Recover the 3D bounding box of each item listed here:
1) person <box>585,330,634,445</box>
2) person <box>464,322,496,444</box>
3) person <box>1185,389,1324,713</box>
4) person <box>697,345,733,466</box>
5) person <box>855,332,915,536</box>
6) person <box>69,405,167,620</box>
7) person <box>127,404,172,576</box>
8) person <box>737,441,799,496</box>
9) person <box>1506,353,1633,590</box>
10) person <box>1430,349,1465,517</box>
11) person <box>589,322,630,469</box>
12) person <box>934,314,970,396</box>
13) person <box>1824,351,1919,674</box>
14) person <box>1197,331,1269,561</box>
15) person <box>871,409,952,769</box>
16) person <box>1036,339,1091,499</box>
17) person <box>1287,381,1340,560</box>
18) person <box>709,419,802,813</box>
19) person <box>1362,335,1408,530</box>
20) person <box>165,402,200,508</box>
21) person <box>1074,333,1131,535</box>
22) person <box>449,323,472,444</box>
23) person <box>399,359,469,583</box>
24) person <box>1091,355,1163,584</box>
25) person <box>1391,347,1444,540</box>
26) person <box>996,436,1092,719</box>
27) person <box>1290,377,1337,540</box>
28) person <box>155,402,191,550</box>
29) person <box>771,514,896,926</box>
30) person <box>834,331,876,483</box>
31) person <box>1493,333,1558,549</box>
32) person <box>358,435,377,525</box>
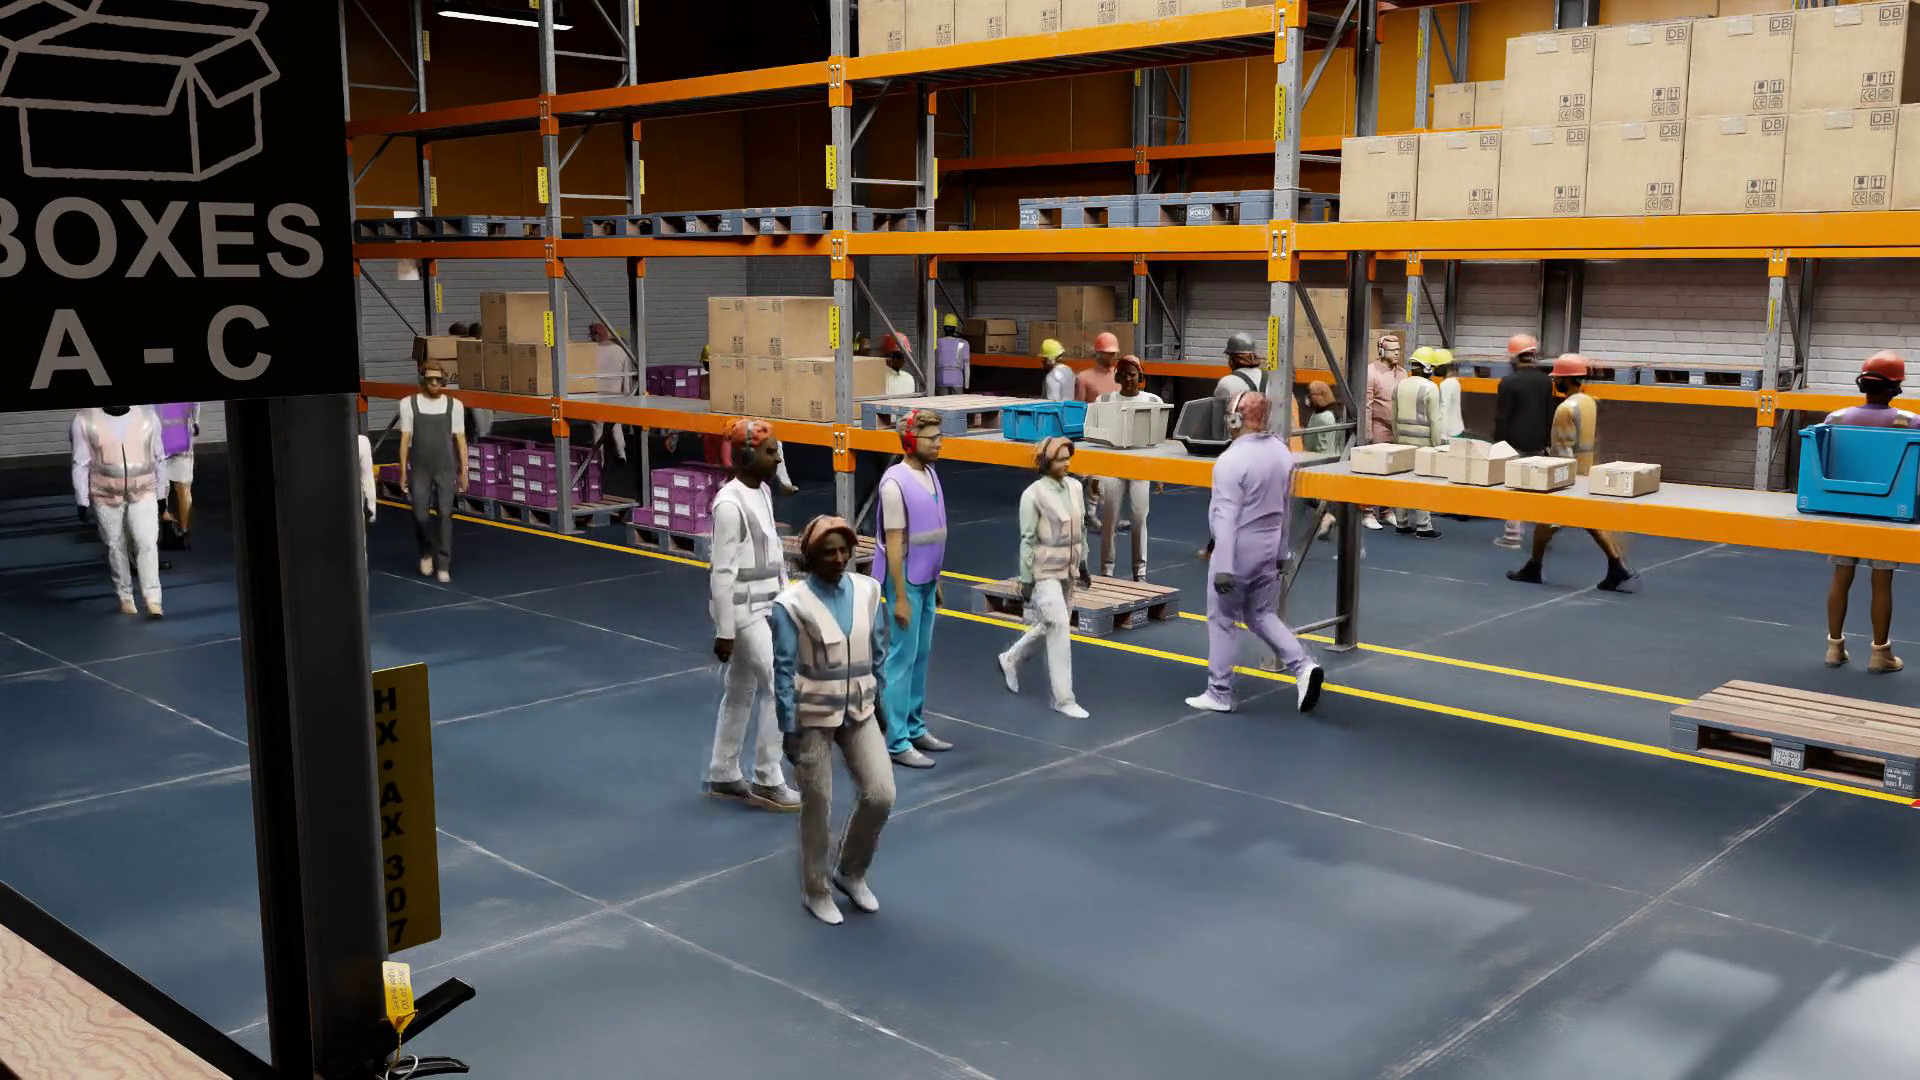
[{"bbox_3d":[-5.048,-2.240,24.310,0.910,1.698,0.497,-5,10,-28],"label":"person"},{"bbox_3d":[-5.800,-1.656,20.030,0.470,1.924,0.642,3,10,18],"label":"person"},{"bbox_3d":[1.679,0.089,9.463,0.735,1.887,0.650,9,13,44],"label":"person"},{"bbox_3d":[-2.622,-1.206,17.777,0.524,1.760,0.327,7,12,38],"label":"person"},{"bbox_3d":[-0.656,-0.938,15.437,0.670,1.978,0.634,9,13,42],"label":"person"},{"bbox_3d":[-6.072,-0.299,12.070,0.646,1.799,0.912,-6,11,-32],"label":"person"},{"bbox_3d":[-6.880,-0.674,13.958,0.376,1.935,0.550,1,9,8],"label":"person"},{"bbox_3d":[-2.242,-1.388,18.797,0.650,1.788,0.981,-9,13,-44],"label":"person"},{"bbox_3d":[4.939,-0.546,13.311,0.545,1.900,0.955,-8,12,-41],"label":"person"},{"bbox_3d":[4.996,-1.091,17.091,0.453,1.732,0.565,5,11,29],"label":"person"},{"bbox_3d":[-4.559,-1.834,21.240,0.665,1.888,0.476,-5,11,-29],"label":"person"},{"bbox_3d":[-0.149,-2.197,23.328,0.588,1.928,0.383,1,9,5],"label":"person"},{"bbox_3d":[5.787,-0.177,10.585,0.388,2.045,0.605,-8,12,-41],"label":"person"},{"bbox_3d":[2.409,-0.806,14.455,0.693,2.000,0.538,-7,11,-35],"label":"person"},{"bbox_3d":[-0.258,0.241,8.634,0.381,1.843,0.567,3,10,19],"label":"person"},{"bbox_3d":[1.114,-1.268,17.994,0.594,1.806,0.600,4,10,21],"label":"person"},{"bbox_3d":[3.140,-0.599,14.559,0.854,1.588,0.505,-1,9,-8],"label":"person"},{"bbox_3d":[-0.927,0.359,7.868,0.679,1.863,0.590,0,9,3],"label":"person"},{"bbox_3d":[4.210,-1.062,16.435,0.642,1.909,0.409,-7,11,-36],"label":"person"},{"bbox_3d":[-8.381,-1.260,17.654,0.606,1.897,0.504,-4,10,-25],"label":"person"},{"bbox_3d":[1.435,-1.036,16.160,0.633,1.935,1.040,-5,10,-27],"label":"person"},{"bbox_3d":[-6.072,-1.693,20.328,0.793,1.895,0.699,3,10,16],"label":"person"},{"bbox_3d":[-4.276,-0.552,13.528,0.552,1.831,0.401,-4,10,-21],"label":"person"},{"bbox_3d":[1.328,-0.526,13.214,0.584,1.882,0.337,0,9,1],"label":"person"},{"bbox_3d":[4.358,-0.916,15.787,0.403,1.825,0.589,-5,11,-29],"label":"person"},{"bbox_3d":[0.487,0.188,9.656,0.705,1.617,0.515,7,12,38],"label":"person"},{"bbox_3d":[3.146,-0.813,15.663,0.796,1.666,0.537,5,10,27],"label":"person"},{"bbox_3d":[-7.199,-0.848,15.063,0.416,1.922,0.541,5,11,29],"label":"person"},{"bbox_3d":[-0.480,0.707,6.457,0.538,1.619,0.405,-7,11,-36],"label":"person"},{"bbox_3d":[-1.132,-1.549,19.704,0.975,1.808,0.558,5,11,29],"label":"person"},{"bbox_3d":[5.135,-0.886,15.146,0.617,1.977,0.519,-5,10,-27],"label":"person"},{"bbox_3d":[-4.593,-0.239,12.255,0.512,1.601,0.762,-5,11,-30],"label":"person"}]
